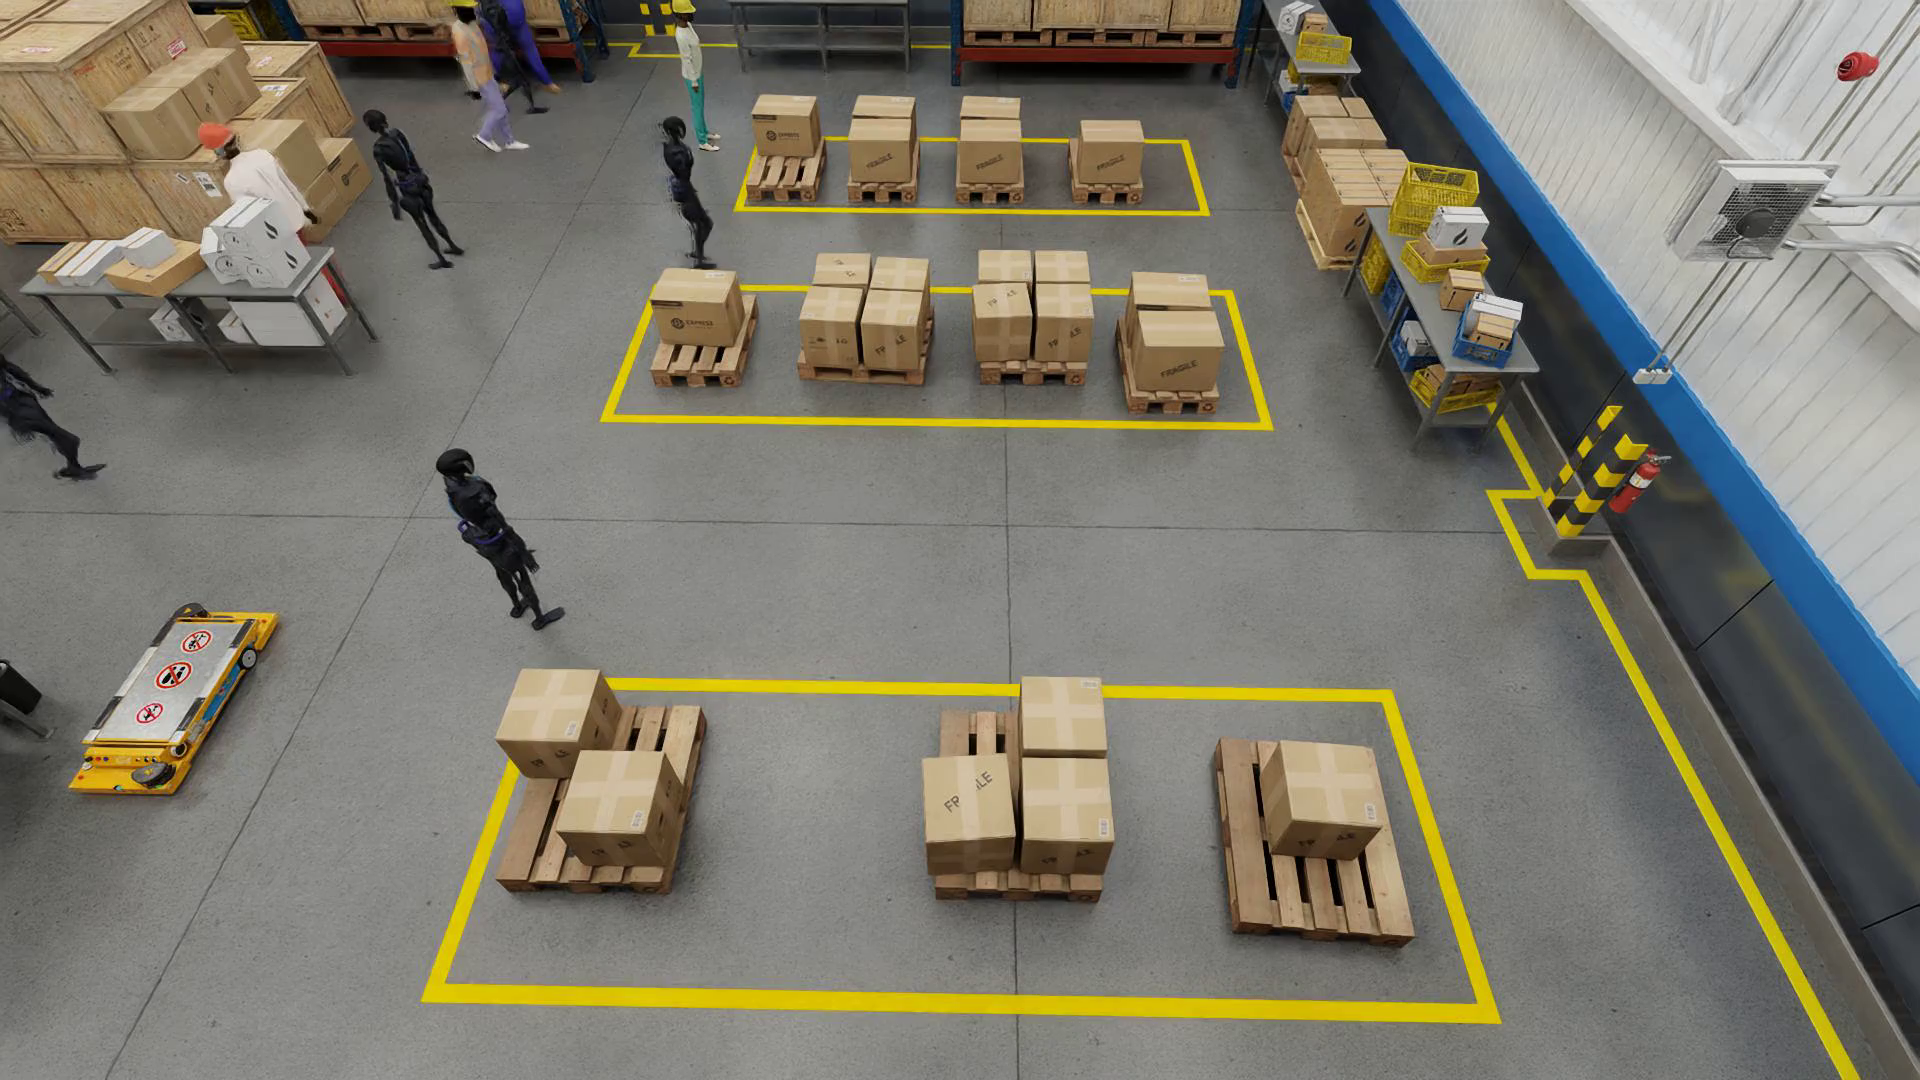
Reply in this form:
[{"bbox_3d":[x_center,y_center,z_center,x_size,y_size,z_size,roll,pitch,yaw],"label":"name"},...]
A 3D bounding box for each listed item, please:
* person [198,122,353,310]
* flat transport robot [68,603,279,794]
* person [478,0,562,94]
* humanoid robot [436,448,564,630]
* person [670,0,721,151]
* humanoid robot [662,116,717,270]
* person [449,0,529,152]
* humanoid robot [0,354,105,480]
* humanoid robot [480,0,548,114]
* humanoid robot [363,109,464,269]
[{"bbox_3d":[-6.612,-3.057,8.842,0.665,1.962,0.629,7,50,5],"label":"person"},{"bbox_3d":[-5.504,1.072,6.442,0.652,0.197,1.431,1,50,1],"label":"flat transport robot"},{"bbox_3d":[-6.098,-6.960,12.097,0.983,2.000,0.673,14,51,12],"label":"person"},{"bbox_3d":[-3.261,-0.005,6.439,0.593,1.657,0.326,27,55,21],"label":"humanoid robot"},{"bbox_3d":[-3.225,-5.696,11.205,0.314,1.767,0.534,-4,50,-4],"label":"person"},{"bbox_3d":[-2.778,-3.561,9.454,0.369,1.644,0.600,-13,51,-11],"label":"humanoid robot"},{"bbox_3d":[-5.757,-5.603,11.030,0.485,1.913,0.590,-5,50,-5],"label":"person"},{"bbox_3d":[-7.565,-1.115,7.385,0.392,1.656,0.588,-27,55,-21],"label":"humanoid robot"},{"bbox_3d":[-5.910,-6.352,11.823,0.541,1.637,0.605,-16,52,-13],"label":"humanoid robot"},{"bbox_3d":[-5.709,-3.629,9.512,0.336,1.657,0.631,4,50,3],"label":"humanoid robot"}]
